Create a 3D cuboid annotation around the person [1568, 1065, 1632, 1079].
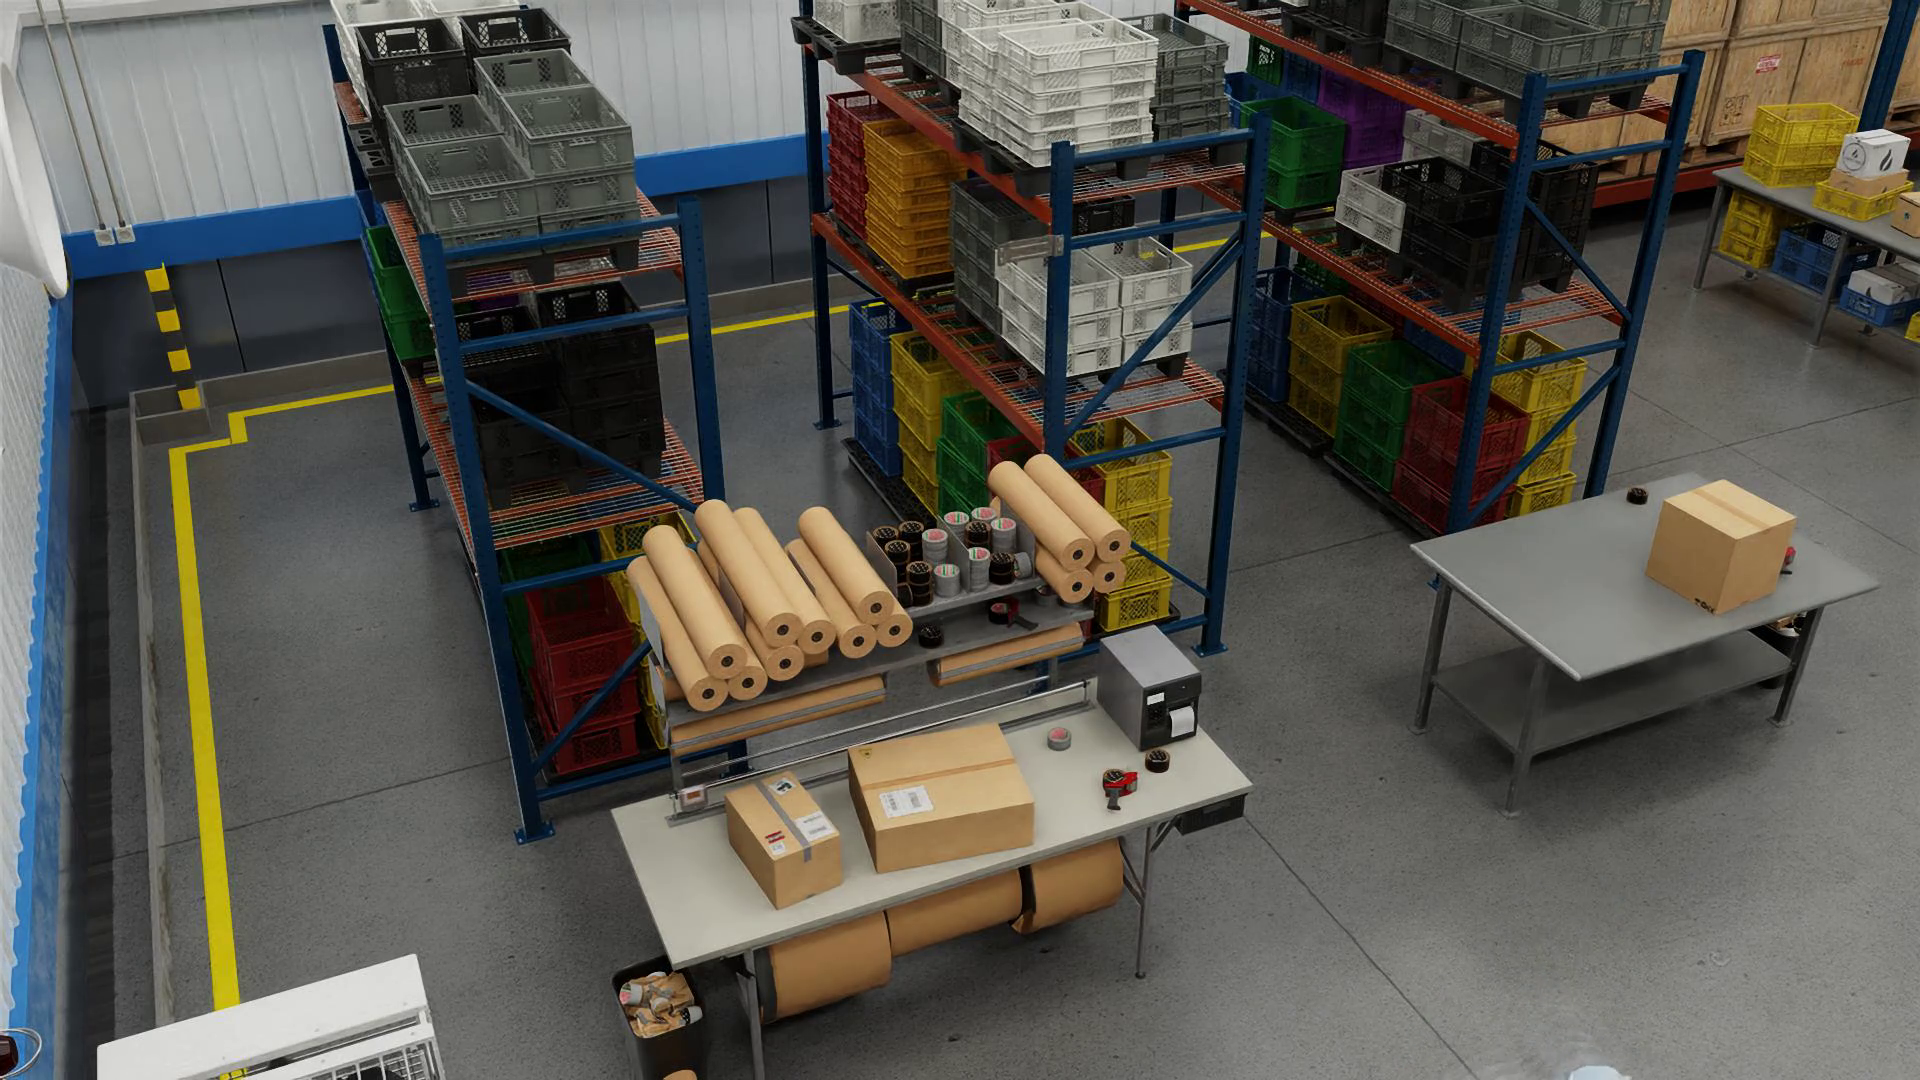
[{"bbox_3d":[1.720,2.130,5.109,0.602,1.744,1.120,-6,32,-10],"label":"person"}]
